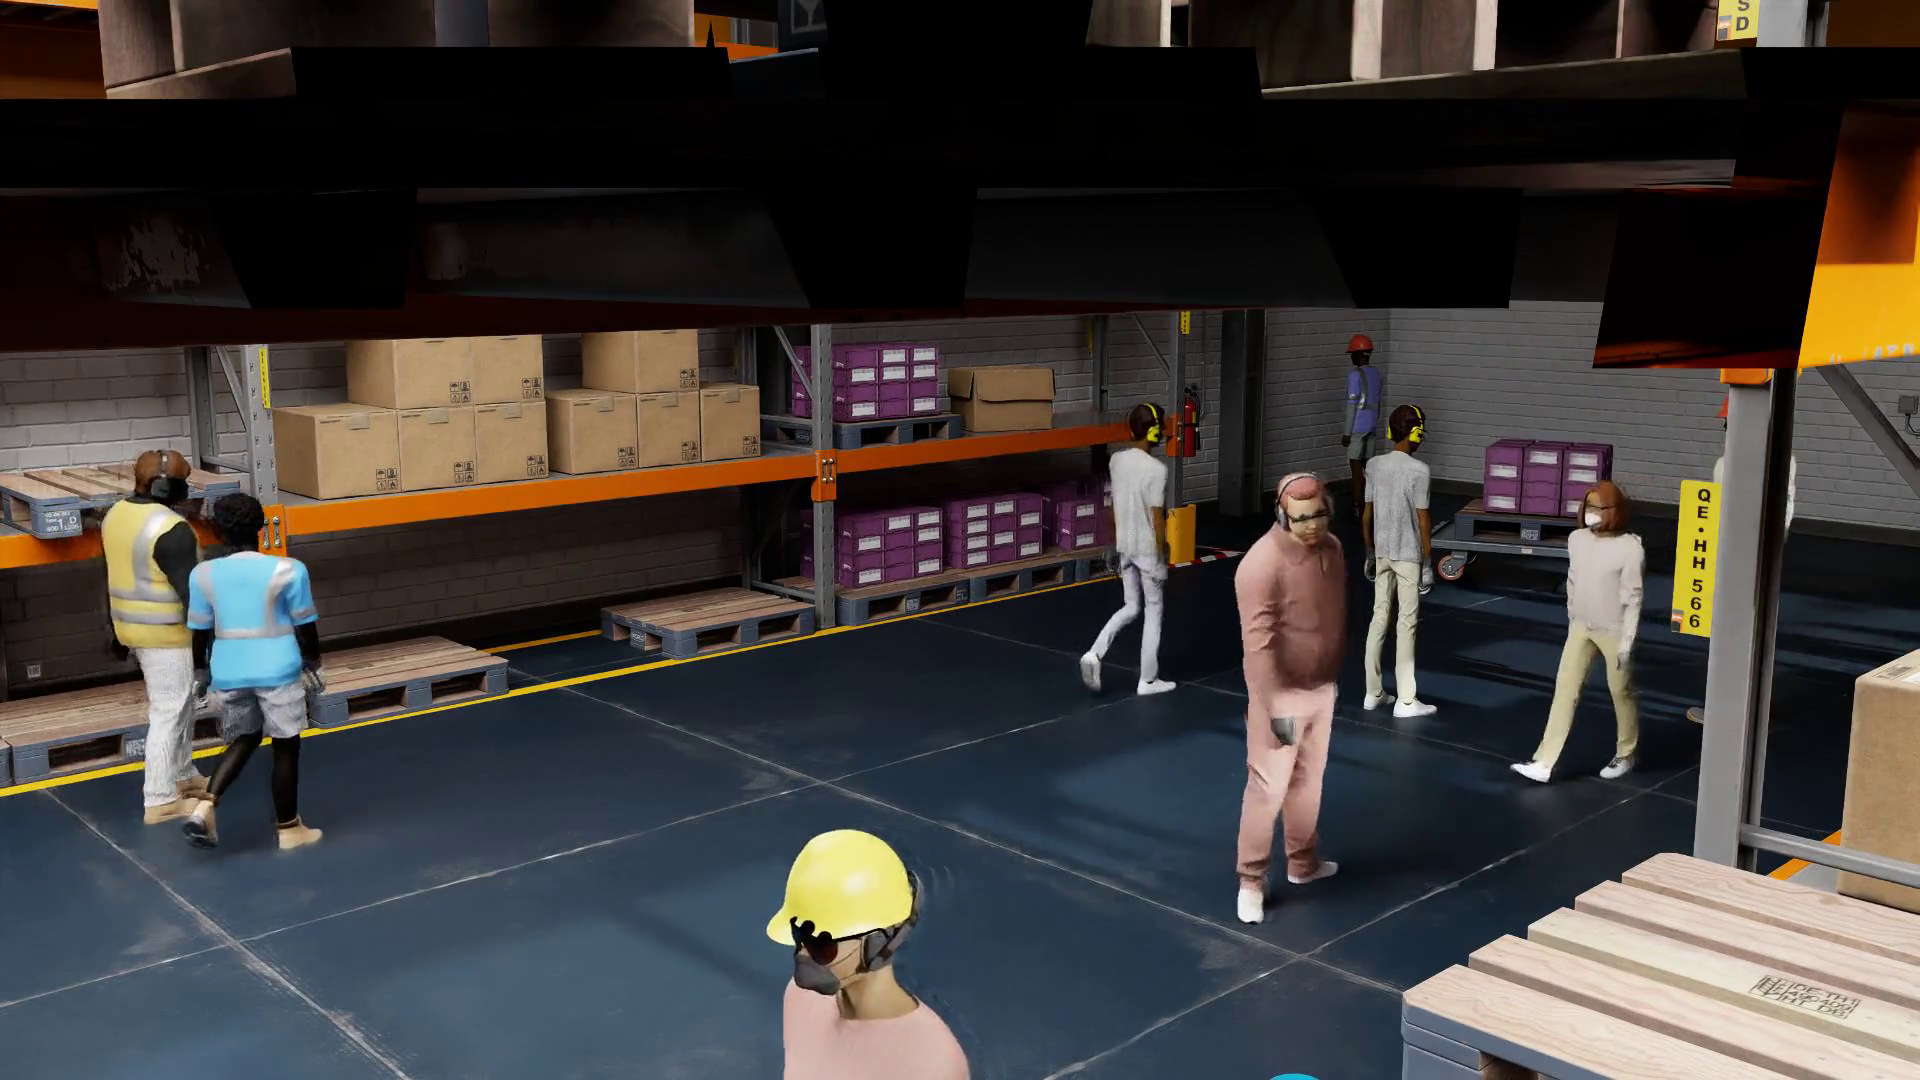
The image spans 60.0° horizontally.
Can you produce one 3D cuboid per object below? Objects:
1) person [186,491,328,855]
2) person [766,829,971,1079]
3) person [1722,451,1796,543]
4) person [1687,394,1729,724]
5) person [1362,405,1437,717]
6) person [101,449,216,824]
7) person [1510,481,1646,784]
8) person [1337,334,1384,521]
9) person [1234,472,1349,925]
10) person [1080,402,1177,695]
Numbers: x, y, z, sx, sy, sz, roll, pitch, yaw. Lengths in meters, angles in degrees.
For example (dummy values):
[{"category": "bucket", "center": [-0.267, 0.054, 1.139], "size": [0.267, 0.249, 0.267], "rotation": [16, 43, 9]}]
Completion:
[{"category": "person", "center": [-3.195, 0.621, 7.549], "size": [0.507, 1.687, 0.479], "rotation": [1, 10, 7]}, {"category": "person", "center": [-0.111, 1.352, 3.122], "size": [0.777, 1.744, 0.532], "rotation": [-7, 12, -37]}, {"category": "person", "center": [5.744, -0.122, 12.050], "size": [0.527, 1.624, 0.533], "rotation": [4, 10, 21]}, {"category": "person", "center": [4.540, 0.105, 9.706], "size": [0.607, 1.987, 0.408], "rotation": [-7, 12, -35]}, {"category": "person", "center": [2.629, 0.123, 9.941], "size": [0.328, 1.865, 0.519], "rotation": [-7, 12, -35]}, {"category": "person", "center": [-3.809, 0.453, 8.149], "size": [0.657, 1.817, 0.656], "rotation": [7, 12, 37]}, {"category": "person", "center": [3.247, 0.493, 8.546], "size": [0.847, 1.581, 0.521], "rotation": [-6, 11, -30]}, {"category": "person", "center": [4.158, -1.171, 17.332], "size": [0.380, 1.929, 0.541], "rotation": [9, 13, 43]}, {"category": "person", "center": [1.456, 0.629, 6.995], "size": [0.796, 1.875, 0.398], "rotation": [-9, 13, -44]}, {"category": "person", "center": [1.064, 0.076, 10.259], "size": [0.633, 1.850, 0.535], "rotation": [-7, 12, -37]}]
